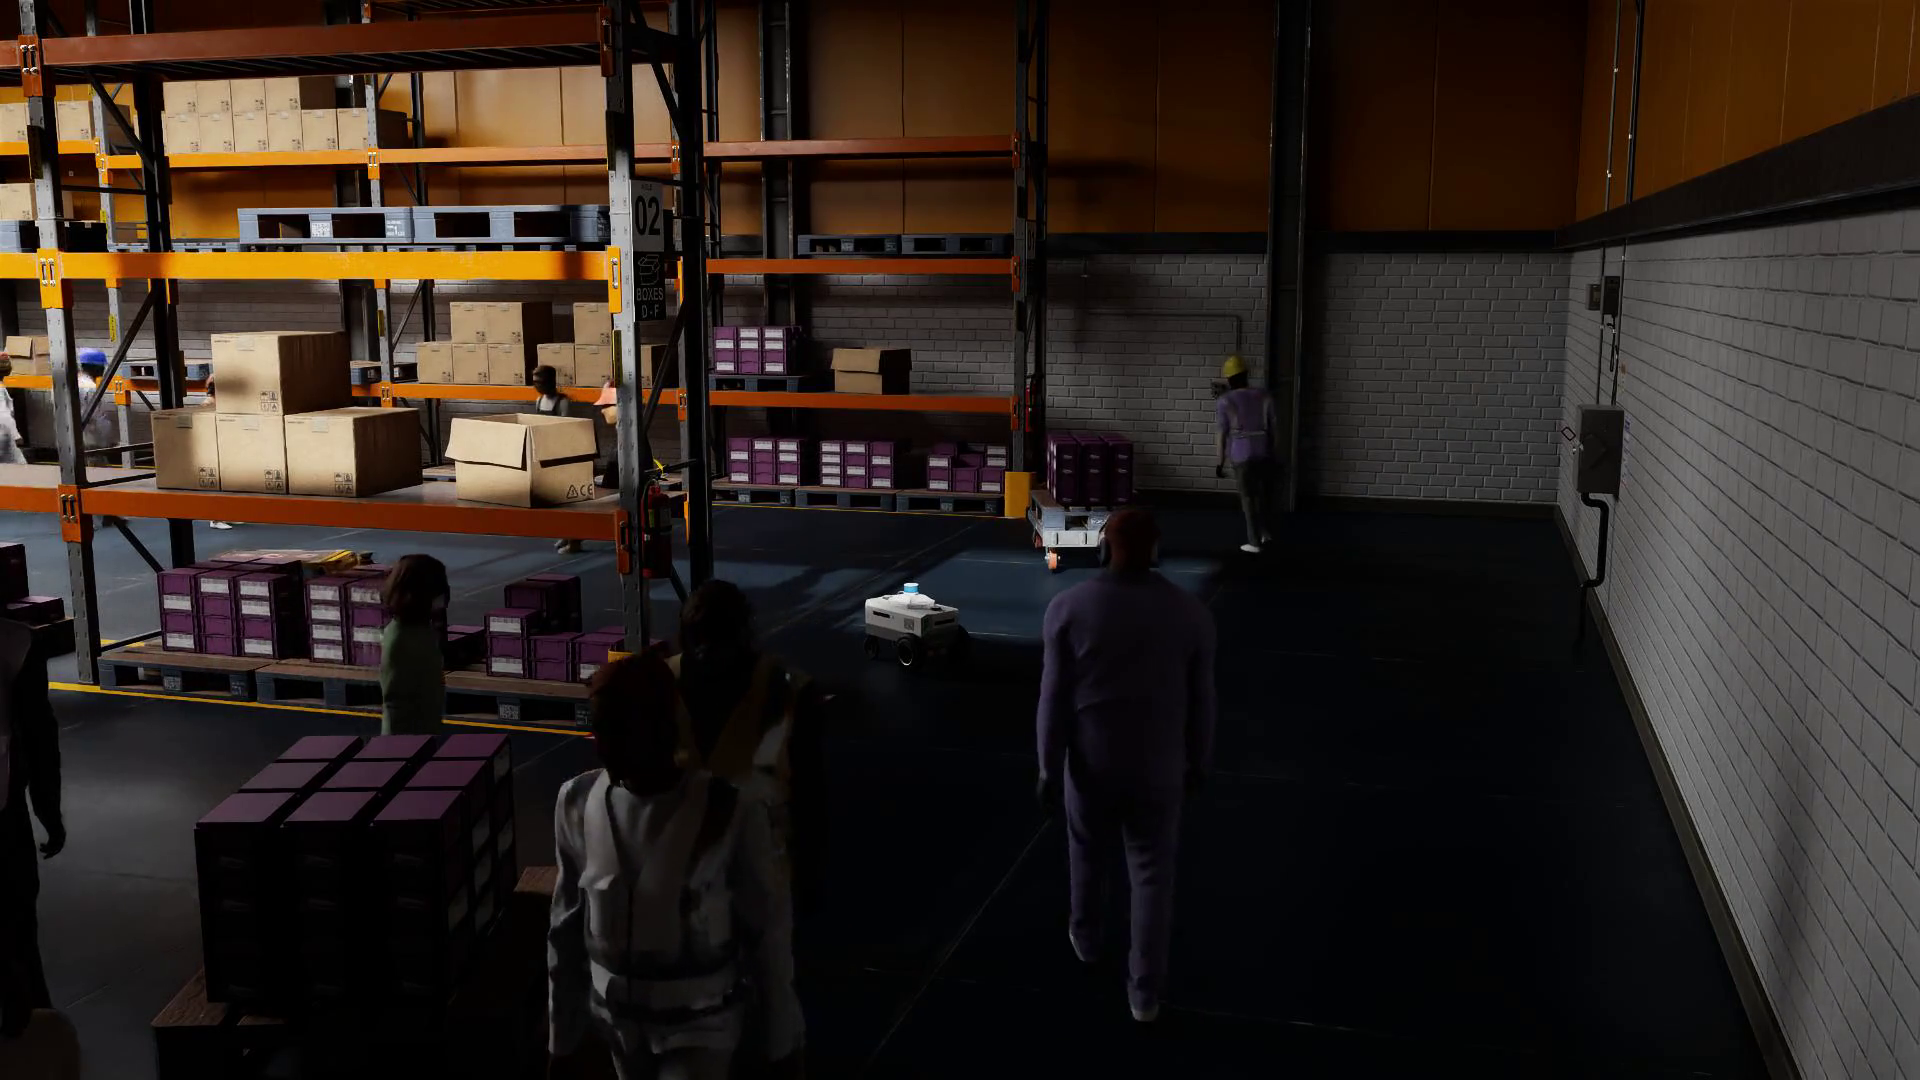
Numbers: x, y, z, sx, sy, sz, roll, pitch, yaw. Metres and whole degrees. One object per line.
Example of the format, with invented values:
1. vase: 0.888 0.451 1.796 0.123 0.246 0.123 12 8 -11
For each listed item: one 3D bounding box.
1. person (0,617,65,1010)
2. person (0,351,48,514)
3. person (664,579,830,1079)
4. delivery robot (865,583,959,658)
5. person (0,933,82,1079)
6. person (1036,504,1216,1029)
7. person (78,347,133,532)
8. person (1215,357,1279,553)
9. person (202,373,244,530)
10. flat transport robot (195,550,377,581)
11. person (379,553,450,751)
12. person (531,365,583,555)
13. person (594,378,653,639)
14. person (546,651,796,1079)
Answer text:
1. person: -3.283 0.896 5.484 0.590 1.916 0.386 -2 9 -11
2. person: -10.429 -1.139 18.166 1.001 1.830 0.582 -5 10 -26
3. person: -0.717 1.003 5.095 0.640 1.826 0.546 1 9 7
4. delivery robot: -0.338 0.541 11.501 0.477 0.478 0.707 -8 12 -41
5. person: -1.741 1.447 3.013 0.490 1.616 0.535 5 11 28
6. person: 0.619 0.795 6.248 0.664 1.863 0.941 0 9 2
7. person: -8.959 -1.037 17.275 0.820 1.910 0.675 -9 13 -42
8. person: 2.734 -0.813 16.003 0.604 1.883 0.525 -4 10 -21
9. person: -7.769 -0.934 17.482 0.308 1.636 0.524 0 9 1
10. flat transport robot: -5.923 0.231 14.535 1.431 0.197 0.652 0 9 0
11. person: -2.268 0.846 6.727 0.544 1.615 0.516 -1 9 -6
12. person: -3.826 -0.757 15.888 0.634 1.821 0.407 6 11 34
13. person: -2.290 -0.118 11.427 0.388 1.992 0.622 -2 9 -9
14. person: -0.753 1.195 3.870 0.589 1.846 0.917 4 10 22
